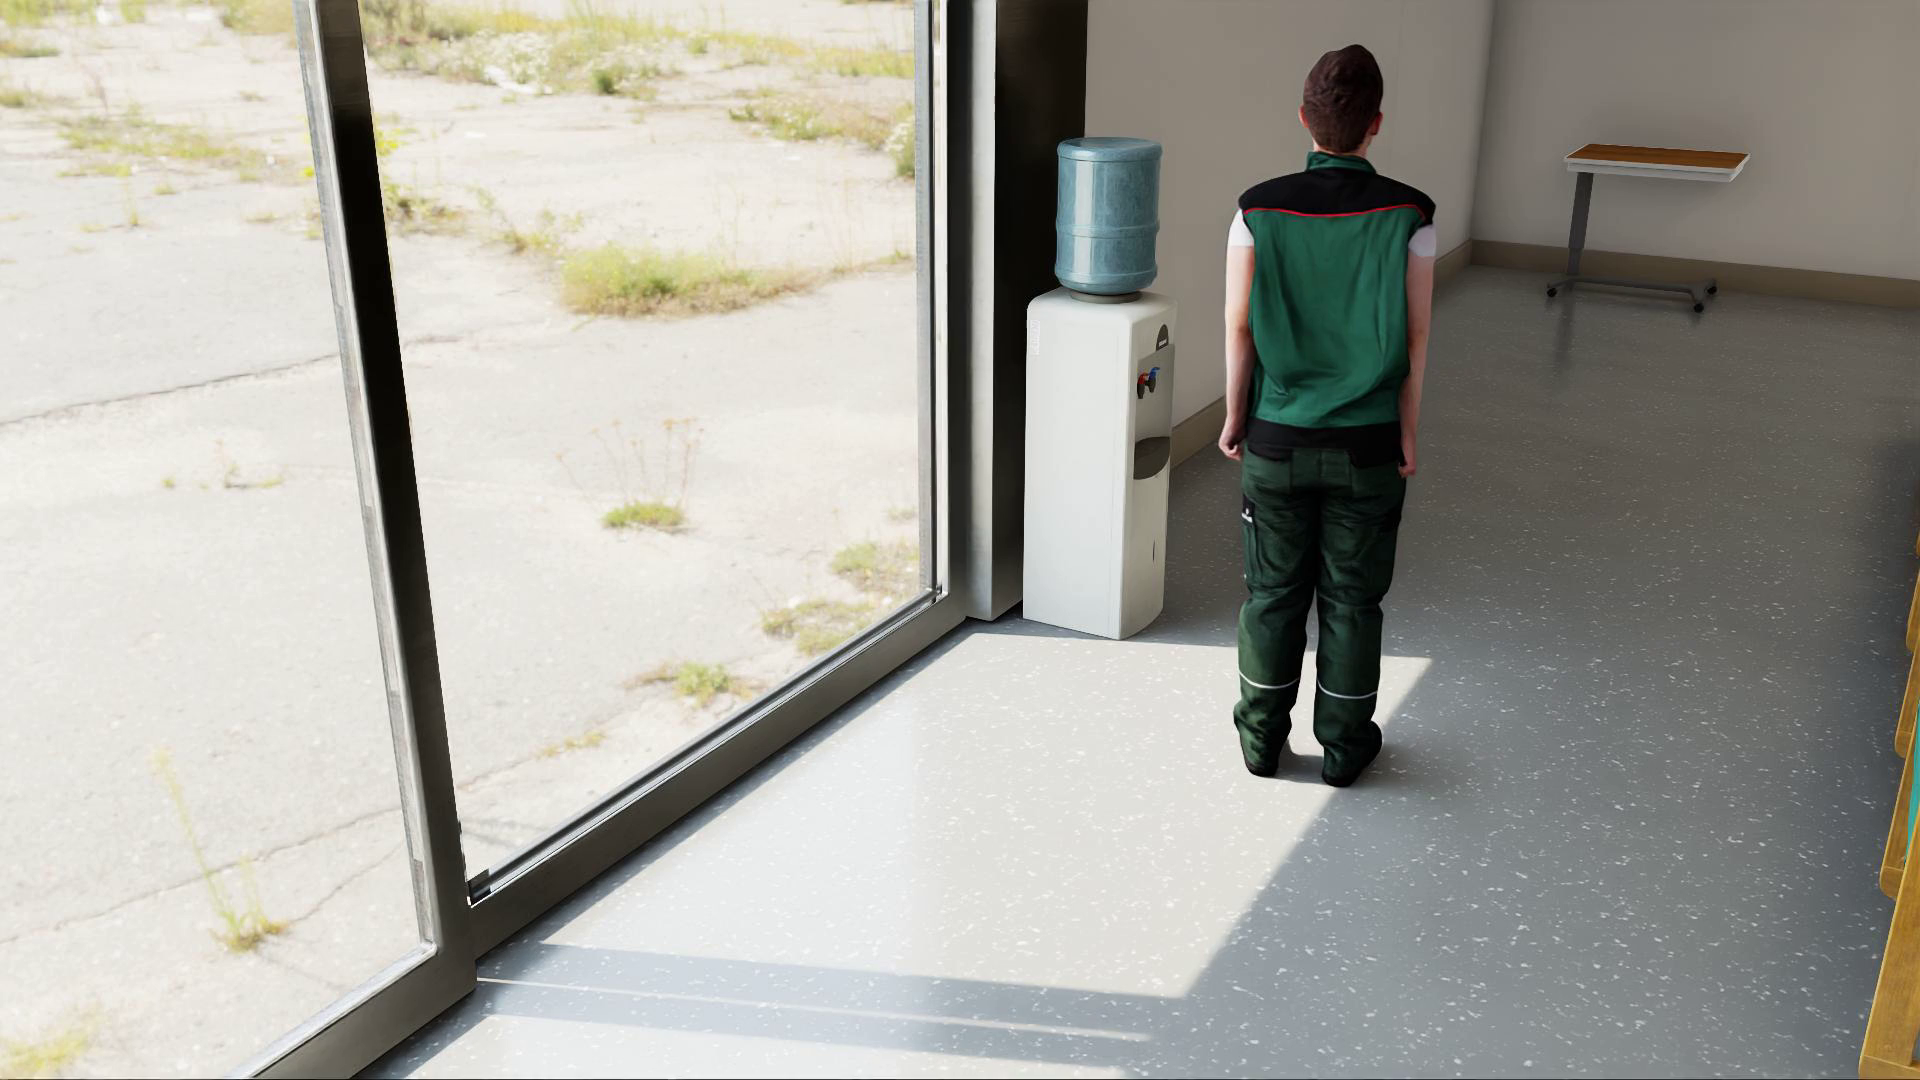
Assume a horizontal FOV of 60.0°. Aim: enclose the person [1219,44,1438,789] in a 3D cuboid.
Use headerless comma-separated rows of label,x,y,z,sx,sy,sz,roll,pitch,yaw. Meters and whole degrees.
person,0.897,-0.271,4.099,0.592,1.843,0.748,6,22,17
